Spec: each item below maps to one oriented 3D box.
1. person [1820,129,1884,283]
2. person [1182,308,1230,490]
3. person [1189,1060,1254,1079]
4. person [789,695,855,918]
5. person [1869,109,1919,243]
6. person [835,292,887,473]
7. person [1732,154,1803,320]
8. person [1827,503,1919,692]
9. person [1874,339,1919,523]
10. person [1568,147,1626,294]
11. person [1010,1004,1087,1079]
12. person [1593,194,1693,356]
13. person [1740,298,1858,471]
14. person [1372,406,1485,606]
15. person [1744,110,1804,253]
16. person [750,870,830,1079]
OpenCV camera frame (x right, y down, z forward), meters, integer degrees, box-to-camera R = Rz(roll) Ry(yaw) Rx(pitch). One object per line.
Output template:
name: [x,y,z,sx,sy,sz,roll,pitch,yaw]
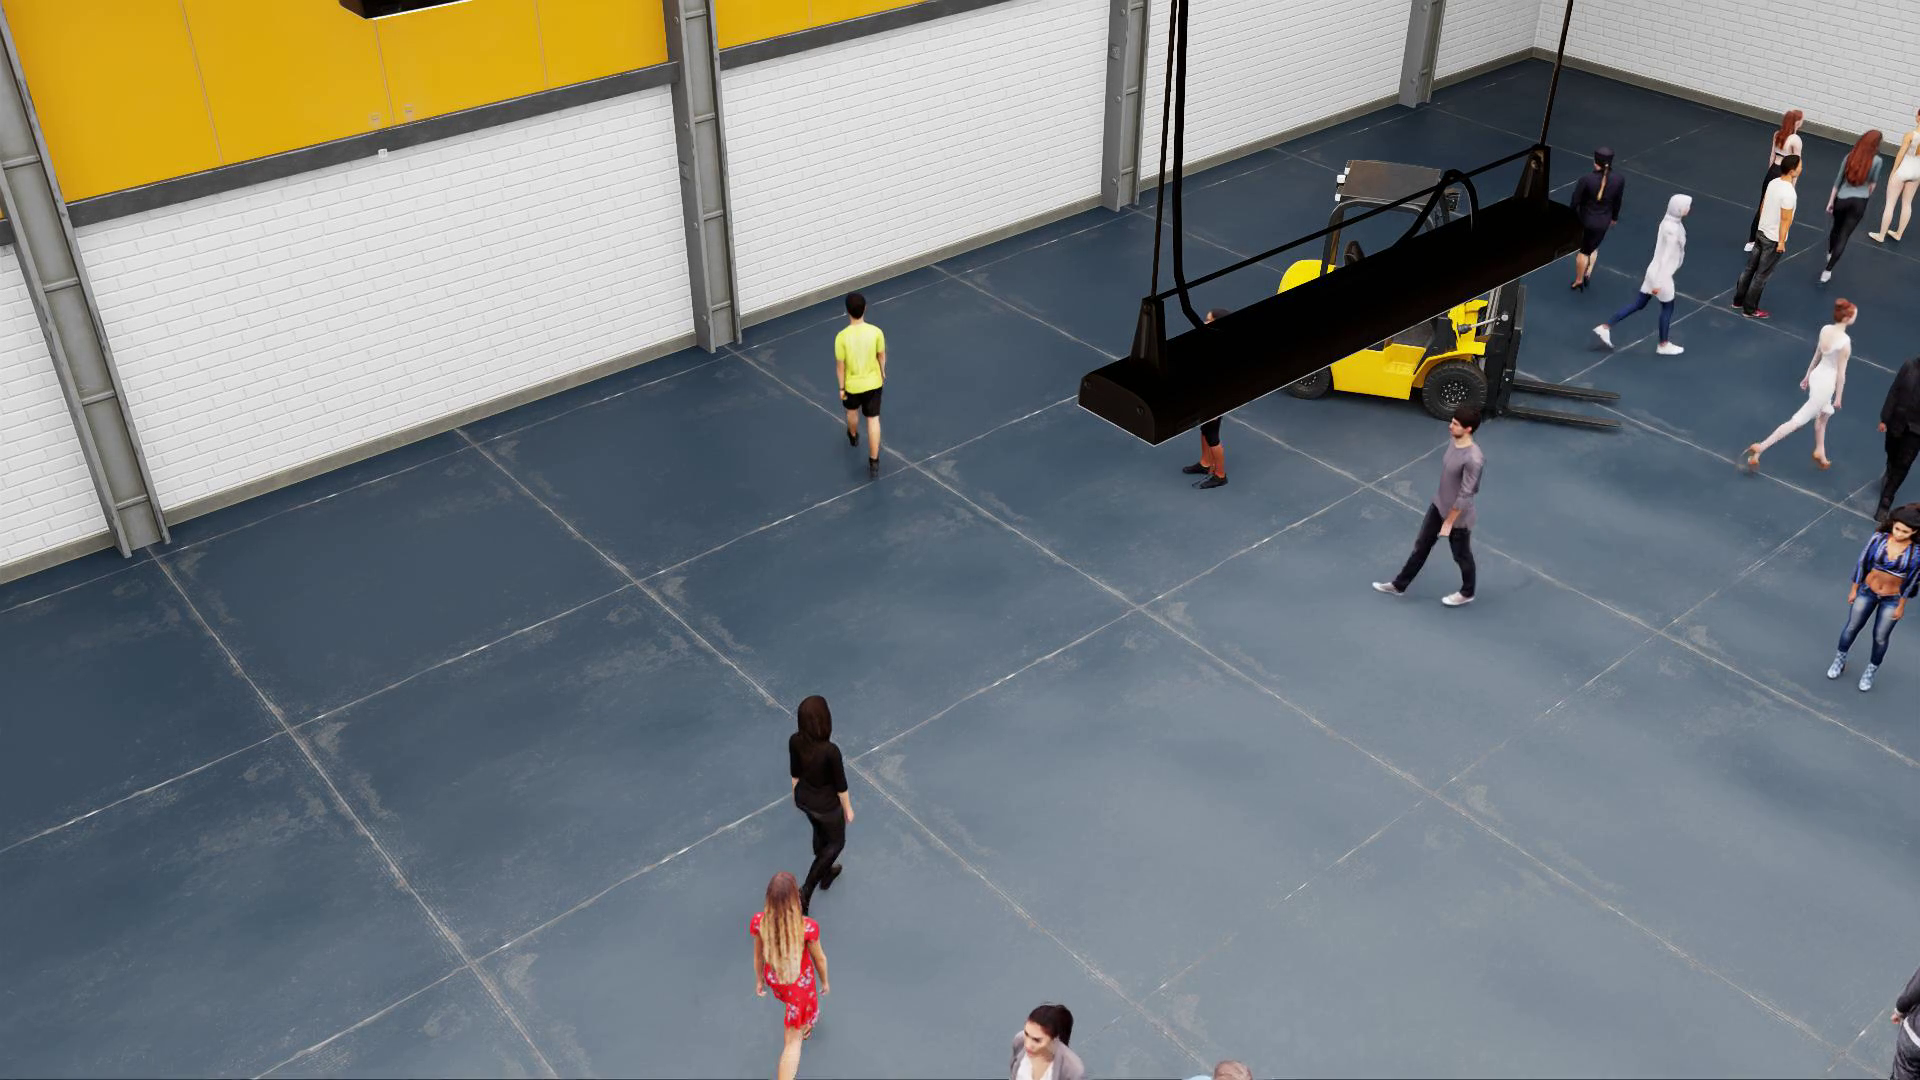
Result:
person: [9.992,-3.700,18.678,0.872,1.687,1.282,17,37,24]
person: [2.293,-1.298,14.996,0.774,1.762,0.731,-3,34,-4]
person: [1.305,3.127,8.342,0.904,1.759,1.216,22,40,30]
person: [-0.926,1.716,10.583,0.733,1.628,0.945,19,38,26]
person: [11.207,-4.325,19.657,0.570,1.643,0.666,-3,34,-5]
person: [-0.873,-1.422,15.263,1.119,1.672,1.066,-4,34,-6]
person: [8.749,-3.297,17.967,0.741,1.803,0.719,-2,34,-3]
person: [6.941,0.422,12.536,0.642,1.619,0.588,26,42,34]
person: [8.423,-1.087,14.698,0.778,1.741,1.196,26,41,33]
person: [7.017,-3.490,18.379,0.813,1.668,0.904,-2,34,-3]
person: [0.507,2.993,8.645,0.794,1.646,1.119,21,39,28]
person: [7.109,-2.709,17.139,1.159,1.740,1.168,6,34,8]
person: [7.686,-1.347,15.076,1.165,1.754,1.038,0,34,-1]
person: [4.054,-0.237,13.350,1.194,1.817,1.030,-6,34,-8]
person: [9.484,-4.146,19.301,0.657,1.740,0.662,-9,35,-14]
person: [-0.979,2.560,9.380,0.976,1.554,1.140,8,34,12]
